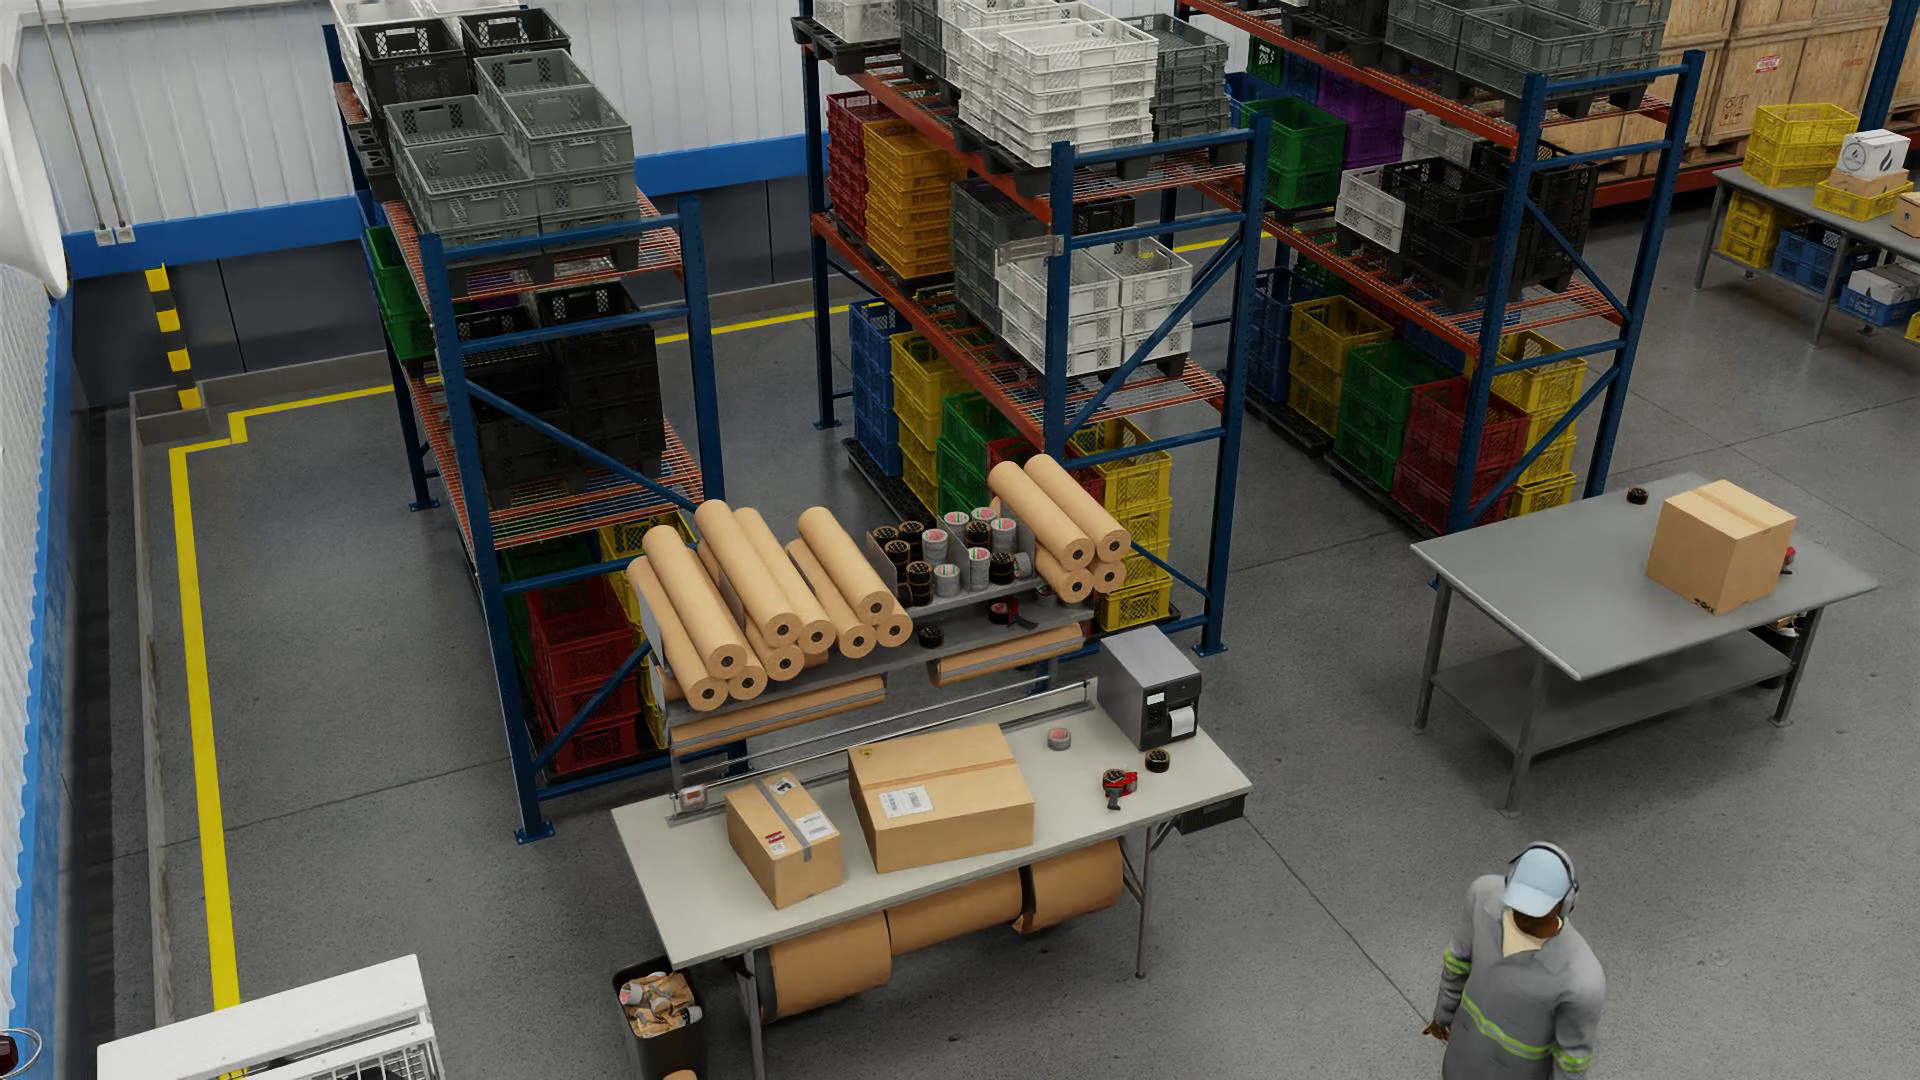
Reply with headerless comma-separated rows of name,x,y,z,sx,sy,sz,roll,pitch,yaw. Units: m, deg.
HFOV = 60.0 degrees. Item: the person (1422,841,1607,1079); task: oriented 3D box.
person,1.809,1.745,5.625,0.369,1.852,0.596,-15,35,-23
